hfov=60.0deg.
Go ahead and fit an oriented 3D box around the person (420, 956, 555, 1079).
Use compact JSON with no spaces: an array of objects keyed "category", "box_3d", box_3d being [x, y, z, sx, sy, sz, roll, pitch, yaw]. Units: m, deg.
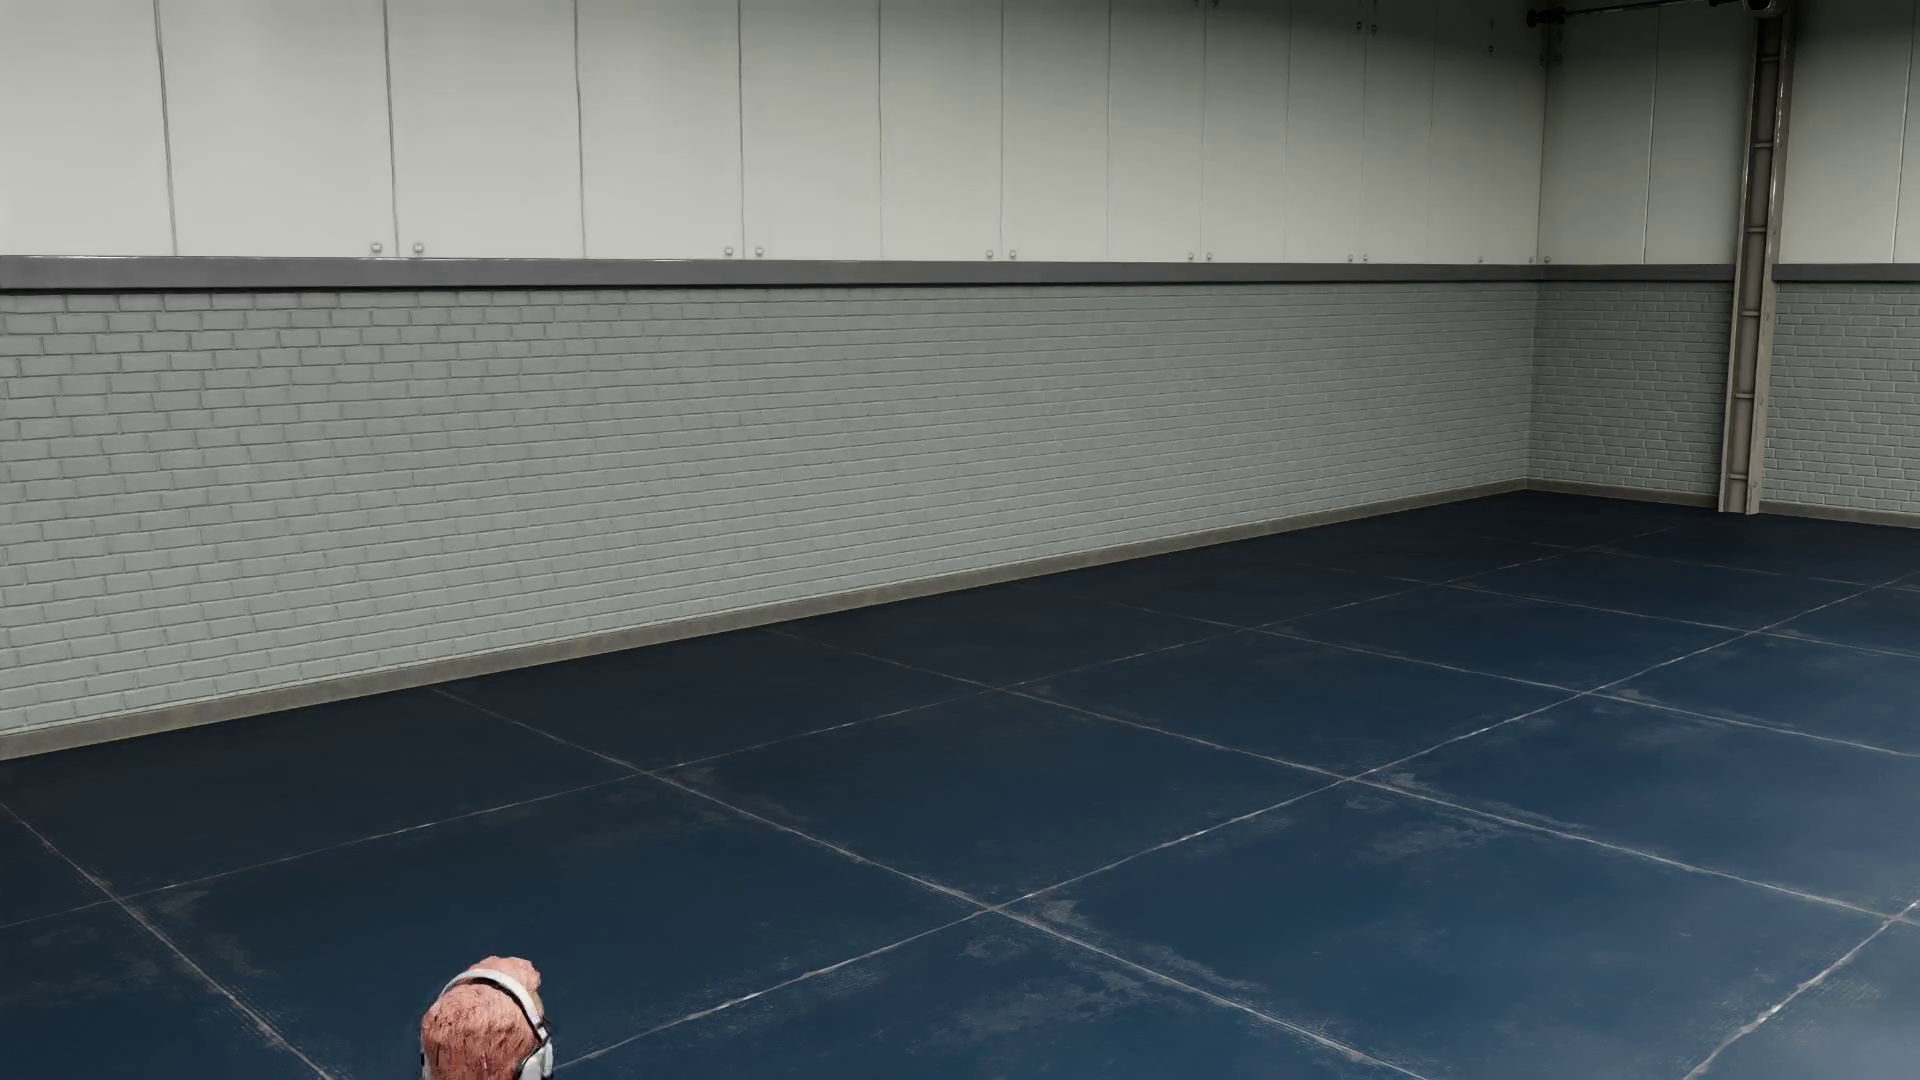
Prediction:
[{"category":"person","box_3d":[-0.827,1.647,2.867,0.651,1.875,0.881,2,9,10]}]
